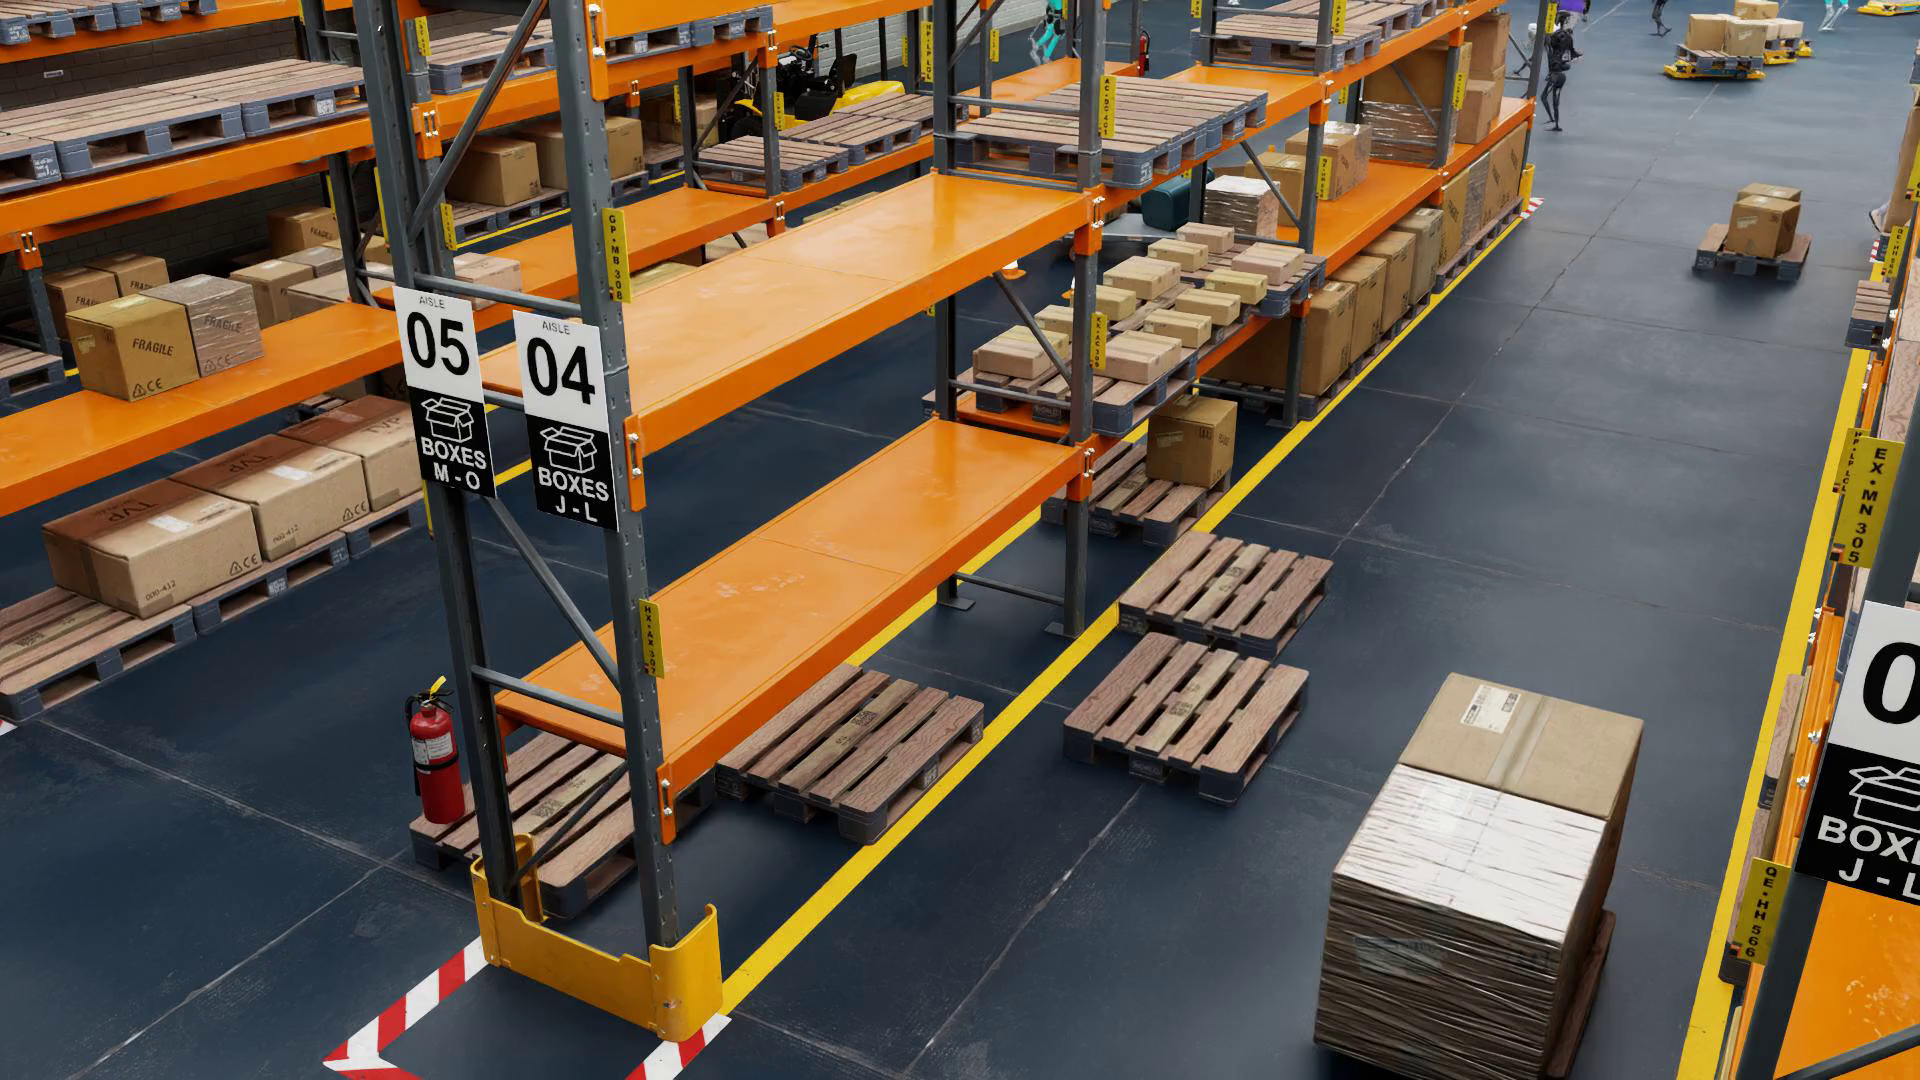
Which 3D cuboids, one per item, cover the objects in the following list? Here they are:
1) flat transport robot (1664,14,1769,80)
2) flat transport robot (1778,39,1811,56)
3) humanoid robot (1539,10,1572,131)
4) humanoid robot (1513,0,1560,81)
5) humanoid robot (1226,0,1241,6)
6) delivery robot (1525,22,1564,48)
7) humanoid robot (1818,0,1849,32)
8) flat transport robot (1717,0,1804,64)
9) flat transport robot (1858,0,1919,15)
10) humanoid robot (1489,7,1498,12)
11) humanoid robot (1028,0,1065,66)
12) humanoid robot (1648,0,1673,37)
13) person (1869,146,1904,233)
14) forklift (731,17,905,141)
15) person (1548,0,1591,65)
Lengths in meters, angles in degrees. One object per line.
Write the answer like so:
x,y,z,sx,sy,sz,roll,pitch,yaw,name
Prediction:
12.496,-7.787,27.523,1.431,0.231,0.659,2,26,3,flat transport robot
14.387,-8.816,29.660,1.431,0.231,0.659,10,27,20,flat transport robot
8.457,-6.627,23.492,0.362,1.647,0.585,5,26,11,humanoid robot
9.497,-8.308,27.066,0.783,1.644,0.584,8,27,17,humanoid robot
5.770,-12.012,34.514,0.763,1.708,0.532,-6,26,-13,humanoid robot
10.622,-9.198,30.112,0.765,0.583,0.499,-16,30,-29,delivery robot
16.547,-10.404,31.379,0.729,1.881,0.539,3,26,6,humanoid robot
13.747,-8.497,28.998,0.659,0.231,1.431,-11,28,-22,flat transport robot
19.138,-10.898,33.986,1.431,0.231,0.659,-13,28,-24,flat transport robot
8.964,-8.843,28.084,0.543,1.851,0.661,-14,29,-27,humanoid robot
1.378,-8.196,26.690,0.694,1.799,0.546,-13,29,-26,humanoid robot
13.152,-10.198,30.901,0.484,1.641,0.587,16,30,30,humanoid robot
10.498,-4.201,18.347,0.448,1.754,0.538,11,28,22,person
-1.819,-5.975,21.543,2.313,2.155,1.214,14,29,26,forklift
10.420,-9.061,28.305,1.035,1.884,0.669,-17,31,-31,person
